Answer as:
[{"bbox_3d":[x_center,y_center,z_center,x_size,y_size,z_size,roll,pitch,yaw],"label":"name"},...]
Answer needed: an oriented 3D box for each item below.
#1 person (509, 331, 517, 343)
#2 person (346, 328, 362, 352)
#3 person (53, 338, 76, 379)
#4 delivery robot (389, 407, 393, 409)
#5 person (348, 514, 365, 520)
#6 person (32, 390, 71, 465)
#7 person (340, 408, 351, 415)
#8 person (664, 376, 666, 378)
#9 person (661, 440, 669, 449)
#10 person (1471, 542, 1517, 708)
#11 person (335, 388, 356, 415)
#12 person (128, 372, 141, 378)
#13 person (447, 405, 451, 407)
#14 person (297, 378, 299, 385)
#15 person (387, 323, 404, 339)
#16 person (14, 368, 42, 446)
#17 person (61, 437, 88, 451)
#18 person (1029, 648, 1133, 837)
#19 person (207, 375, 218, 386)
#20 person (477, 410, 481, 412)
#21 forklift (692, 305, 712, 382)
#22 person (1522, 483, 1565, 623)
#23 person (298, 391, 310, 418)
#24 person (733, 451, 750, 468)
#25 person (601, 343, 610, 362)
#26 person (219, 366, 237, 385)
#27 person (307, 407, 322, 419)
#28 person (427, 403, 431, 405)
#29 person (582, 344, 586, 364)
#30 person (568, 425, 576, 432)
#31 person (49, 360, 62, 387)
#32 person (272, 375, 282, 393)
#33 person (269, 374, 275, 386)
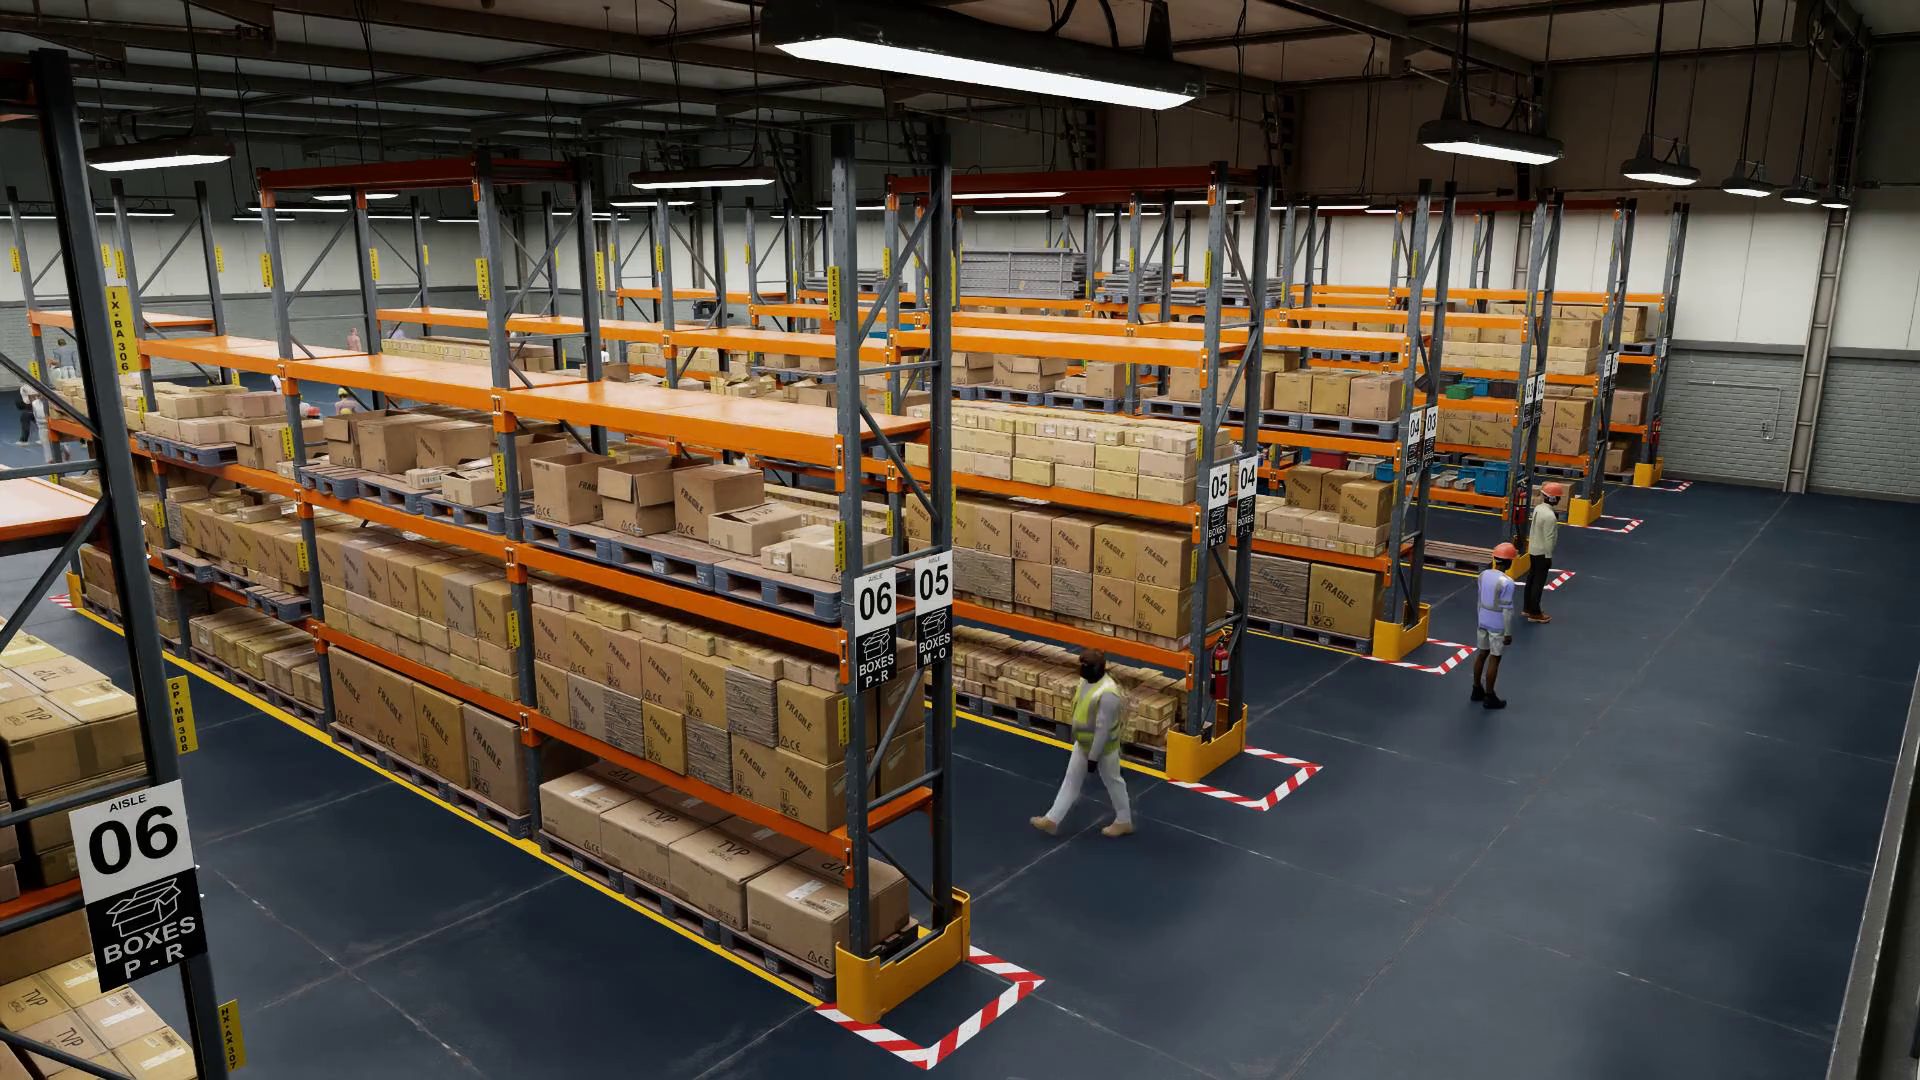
[{"bbox_3d":[-18.186,-7.821,50.996,0.539,1.831,0.622,1,14,5],"label":"person"},{"bbox_3d":[-23.022,-7.136,48.018,0.641,1.905,0.410,6,15,24],"label":"person"},{"bbox_3d":[-30.313,-5.860,42.702,0.378,1.937,0.628,10,17,35],"label":"person"},{"bbox_3d":[-16.901,-3.947,37.062,0.335,0.223,0.698,-5,15,-19],"label":"delivery robot"},{"bbox_3d":[-11.447,-1.180,23.664,0.651,1.834,0.444,-3,14,-12],"label":"person"},{"bbox_3d":[-21.532,-2.724,29.808,0.603,1.933,0.707,-1,14,-4],"label":"person"},{"bbox_3d":[-13.140,-1.976,27.170,0.389,1.728,0.494,8,16,30],"label":"person"},{"bbox_3d":[-8.158,-3.929,34.707,0.377,1.959,0.603,0,14,-1],"label":"person"},{"bbox_3d":[-4.981,-0.730,21.434,0.841,2.021,0.611,10,17,36],"label":"person"},{"bbox_3d":[6.218,0.974,14.609,0.389,1.929,0.545,-3,14,-14],"label":"person"},{"bbox_3d":[-15.005,-2.845,30.732,0.864,1.726,0.546,10,17,36],"label":"person"},{"bbox_3d":[-26.015,-5.160,39.875,0.887,1.910,0.548,6,15,24],"label":"person"},{"bbox_3d":[-16.120,-4.964,39.478,0.527,1.718,0.923,-1,14,-3],"label":"person"},{"bbox_3d":[-20.805,-4.941,39.042,0.556,1.884,0.656,1,14,2],"label":"person"},{"bbox_3d":[-22.835,-7.809,50.857,0.675,1.858,0.985,0,14,-1],"label":"person"},{"bbox_3d":[-24.249,-3.450,32.656,0.886,2.000,0.690,-8,16,-29],"label":"person"},{"bbox_3d":[-22.582,-3.089,31.879,0.522,1.658,0.845,3,14,12],"label":"person"},{"bbox_3d":[1.139,1.841,11.317,0.985,1.785,0.651,-5,15,-19],"label":"person"},{"bbox_3d":[-19.266,-3.355,32.636,0.559,1.814,0.979,-9,16,-34],"label":"person"},{"bbox_3d":[-13.545,-4.059,35.889,0.536,1.648,0.861,6,15,22],"label":"person"},{"bbox_3d":[-9.511,-7.392,47.124,1.873,2.768,1.129,11,17,38],"label":"forklift"},{"bbox_3d":[8.261,0.164,17.821,0.407,1.987,0.614,2,14,7],"label":"person"},{"bbox_3d":[-15.290,-2.545,29.231,0.501,1.862,0.330,-6,15,-22],"label":"person"},{"bbox_3d":[-3.842,-0.817,22.090,0.404,1.871,0.588,9,17,34],"label":"person"},{"bbox_3d":[-11.781,-5.576,41.640,0.573,1.885,0.357,6,15,22],"label":"person"},{"bbox_3d":[-22.708,-4.964,39.036,0.595,1.923,0.379,3,14,11],"label":"person"},{"bbox_3d":[-13.399,-1.826,26.219,1.011,1.894,0.543,7,15,26],"label":"person"},{"bbox_3d":[-16.791,-5.272,40.222,0.726,1.968,0.643,3,14,11],"label":"person"},{"bbox_3d":[-13.207,-6.390,45.084,0.430,1.840,0.625,6,15,23],"label":"person"},{"bbox_3d":[-8.752,-2.090,27.898,0.530,1.585,0.843,-9,16,-32],"label":"person"},{"bbox_3d":[-27.869,-4.768,38.889,0.600,1.615,0.324,8,16,31],"label":"person"},{"bbox_3d":[-18.622,-3.920,34.776,0.606,1.913,0.393,-2,14,-8],"label":"person"},{"bbox_3d":[-21.588,-5.000,39.855,0.809,1.599,0.525,2,14,6],"label":"person"}]
